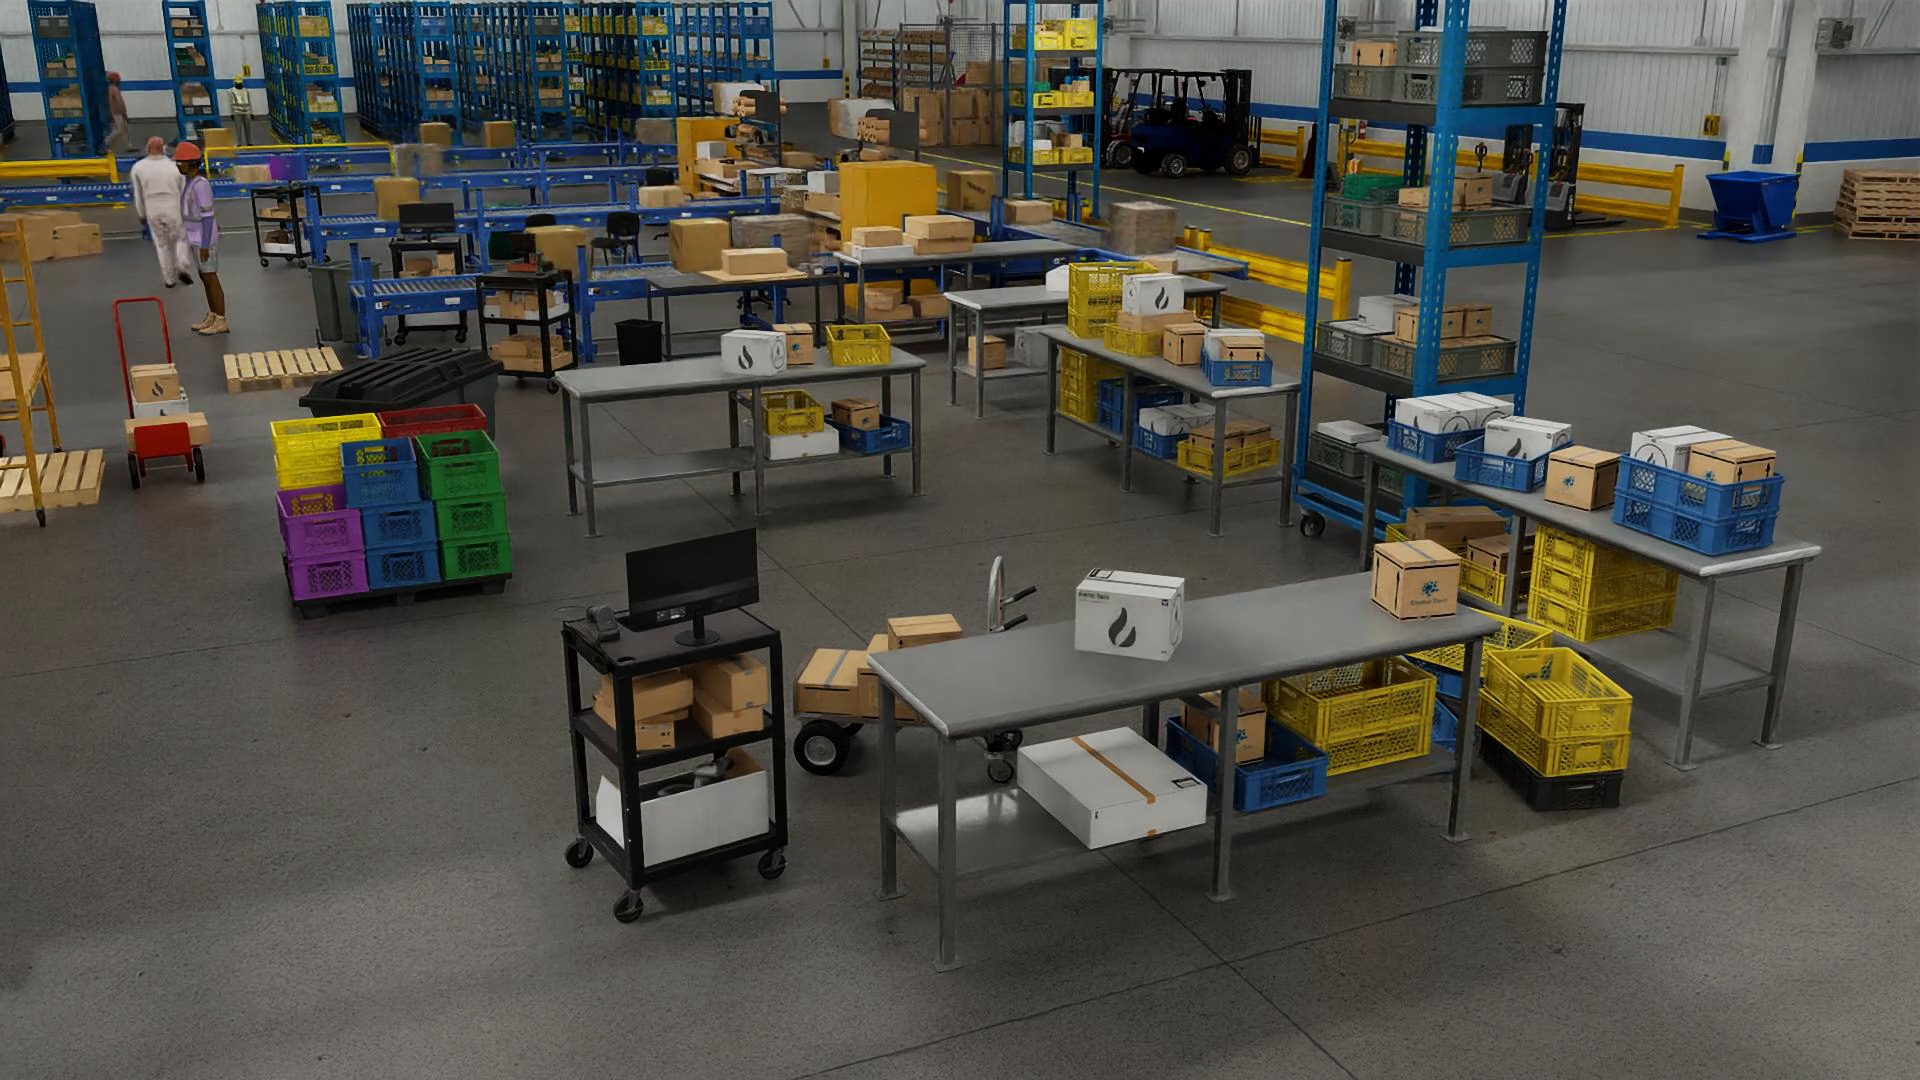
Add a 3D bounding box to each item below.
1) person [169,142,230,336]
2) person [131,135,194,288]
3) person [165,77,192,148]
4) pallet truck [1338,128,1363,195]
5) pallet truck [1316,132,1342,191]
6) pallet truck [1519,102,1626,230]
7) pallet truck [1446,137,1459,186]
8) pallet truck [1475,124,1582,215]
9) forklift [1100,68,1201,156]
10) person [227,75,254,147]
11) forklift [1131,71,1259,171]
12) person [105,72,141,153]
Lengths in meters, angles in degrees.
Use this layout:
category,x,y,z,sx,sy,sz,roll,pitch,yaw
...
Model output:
category,x,y,z,sx,sy,sz,roll,pitch,yaw
person,-8.160,-3.223,17.846,0.370,2.044,0.608,-12,21,-34
person,-10.012,-4.124,20.944,0.646,1.892,0.434,-6,19,-18
person,-19.936,-10.935,42.546,0.964,1.788,0.604,-5,18,-16
pallet truck,7.845,-7.140,31.411,1.522,1.261,0.704,-9,20,-25
pallet truck,7.723,-7.504,32.656,1.601,1.201,0.680,-8,19,-23
pallet truck,9.972,-6.037,26.785,1.885,1.965,0.823,-9,20,-25
pallet truck,9.184,-6.485,29.328,1.630,1.274,0.653,-8,19,-23
pallet truck,9.707,-6.455,28.103,1.885,1.965,0.823,-7,19,-20
forklift,4.082,-9.564,37.410,2.680,1.987,1.157,-8,19,-23
person,-18.287,-10.892,42.349,0.403,1.830,0.600,16,24,41
forklift,4.998,-8.936,35.413,2.680,1.987,1.157,-9,20,-25
person,-20.764,-10.483,40.858,0.853,1.966,0.619,-12,21,-34
